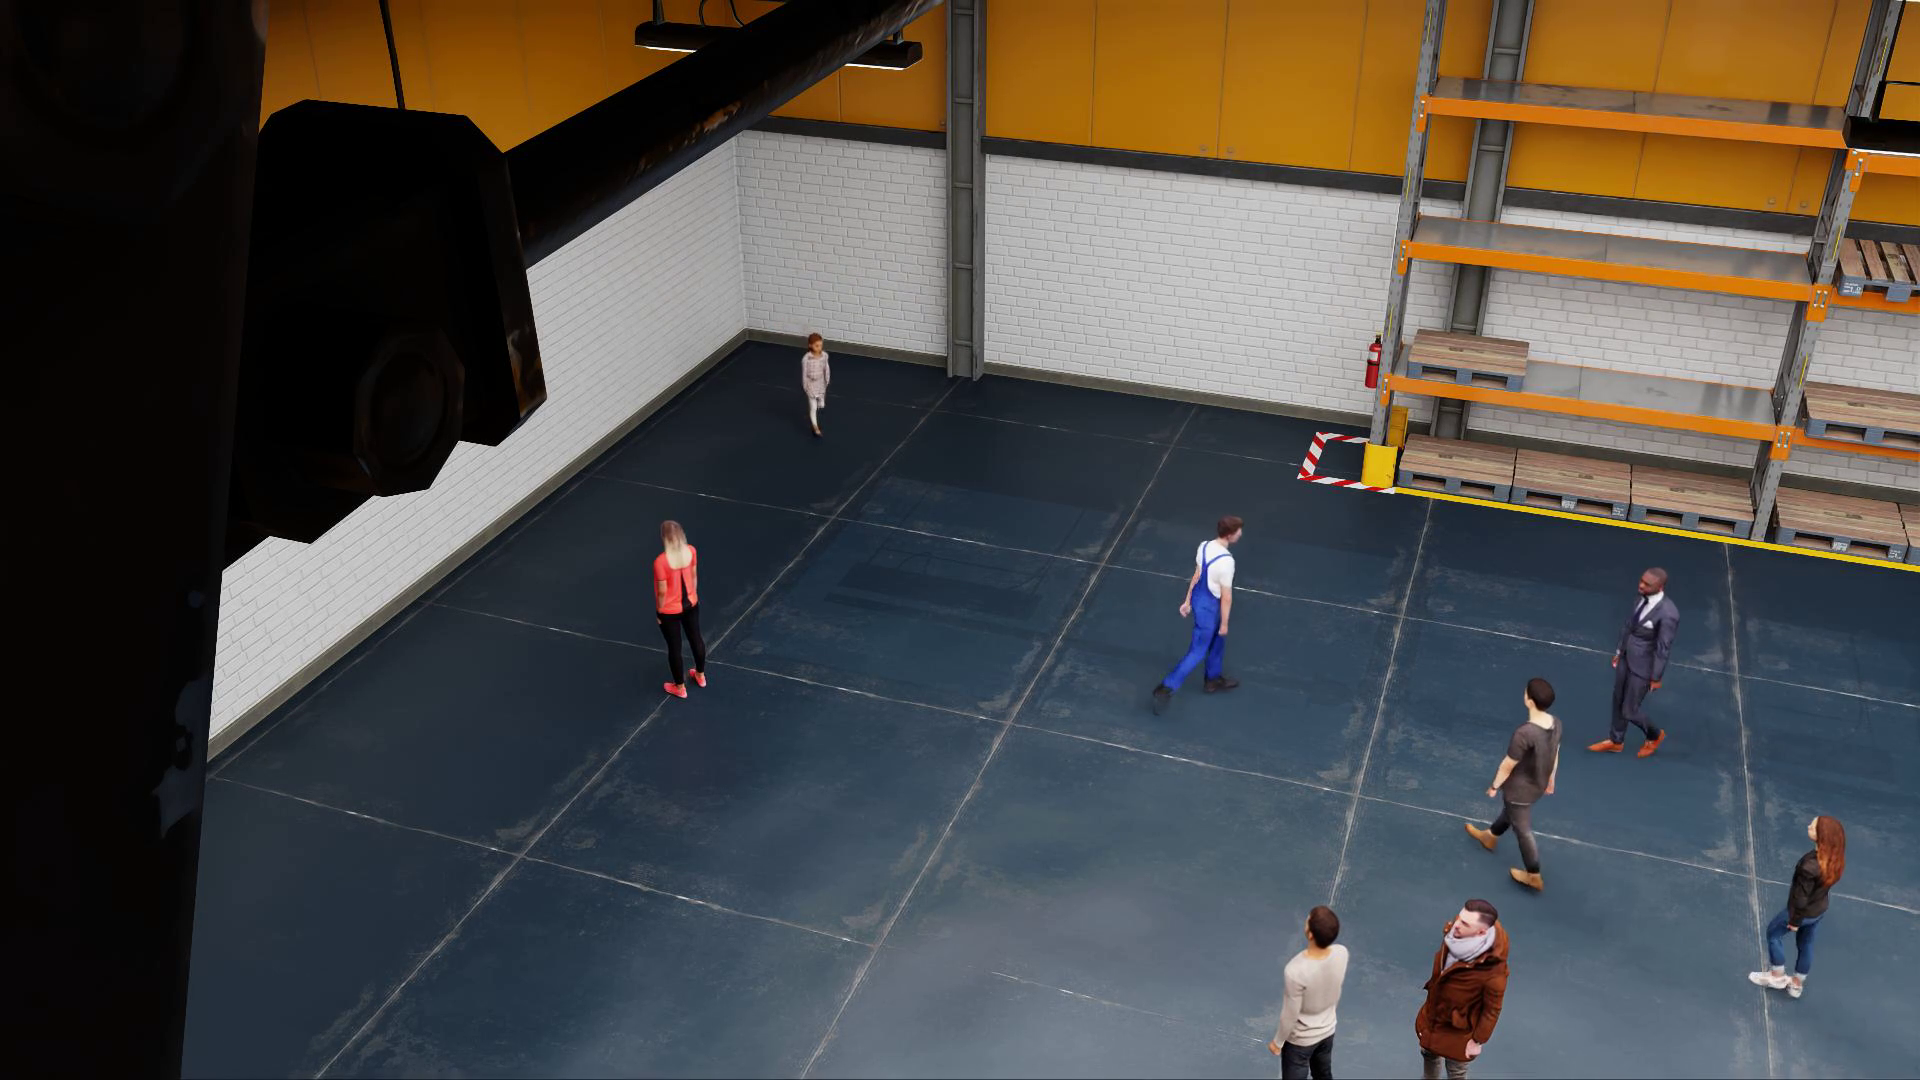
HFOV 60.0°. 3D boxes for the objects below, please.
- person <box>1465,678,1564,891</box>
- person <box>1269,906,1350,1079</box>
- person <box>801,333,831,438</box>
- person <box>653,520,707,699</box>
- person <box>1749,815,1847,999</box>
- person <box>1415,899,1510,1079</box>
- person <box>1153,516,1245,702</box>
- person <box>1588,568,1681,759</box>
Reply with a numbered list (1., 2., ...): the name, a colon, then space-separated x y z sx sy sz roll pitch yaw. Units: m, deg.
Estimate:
1. person: 4.240 1.836 12.311 1.015 1.677 1.142 -17 33 -28
2. person: 2.108 2.962 10.048 0.745 1.868 0.772 -18 33 -29
3. person: -1.747 -1.851 19.477 0.722 1.288 0.794 -16 32 -26
4. person: -2.465 0.588 14.582 0.656 1.694 0.668 24 37 37
5. person: 5.805 2.518 11.275 0.668 1.471 0.706 -17 33 -28
6. person: 3.027 2.917 10.159 0.910 1.839 0.858 -10 30 -18
7. person: 2.068 0.637 14.376 1.190 1.806 1.055 -12 31 -21
8. person: 5.668 1.036 13.695 0.855 1.757 0.821 -3 29 -5
